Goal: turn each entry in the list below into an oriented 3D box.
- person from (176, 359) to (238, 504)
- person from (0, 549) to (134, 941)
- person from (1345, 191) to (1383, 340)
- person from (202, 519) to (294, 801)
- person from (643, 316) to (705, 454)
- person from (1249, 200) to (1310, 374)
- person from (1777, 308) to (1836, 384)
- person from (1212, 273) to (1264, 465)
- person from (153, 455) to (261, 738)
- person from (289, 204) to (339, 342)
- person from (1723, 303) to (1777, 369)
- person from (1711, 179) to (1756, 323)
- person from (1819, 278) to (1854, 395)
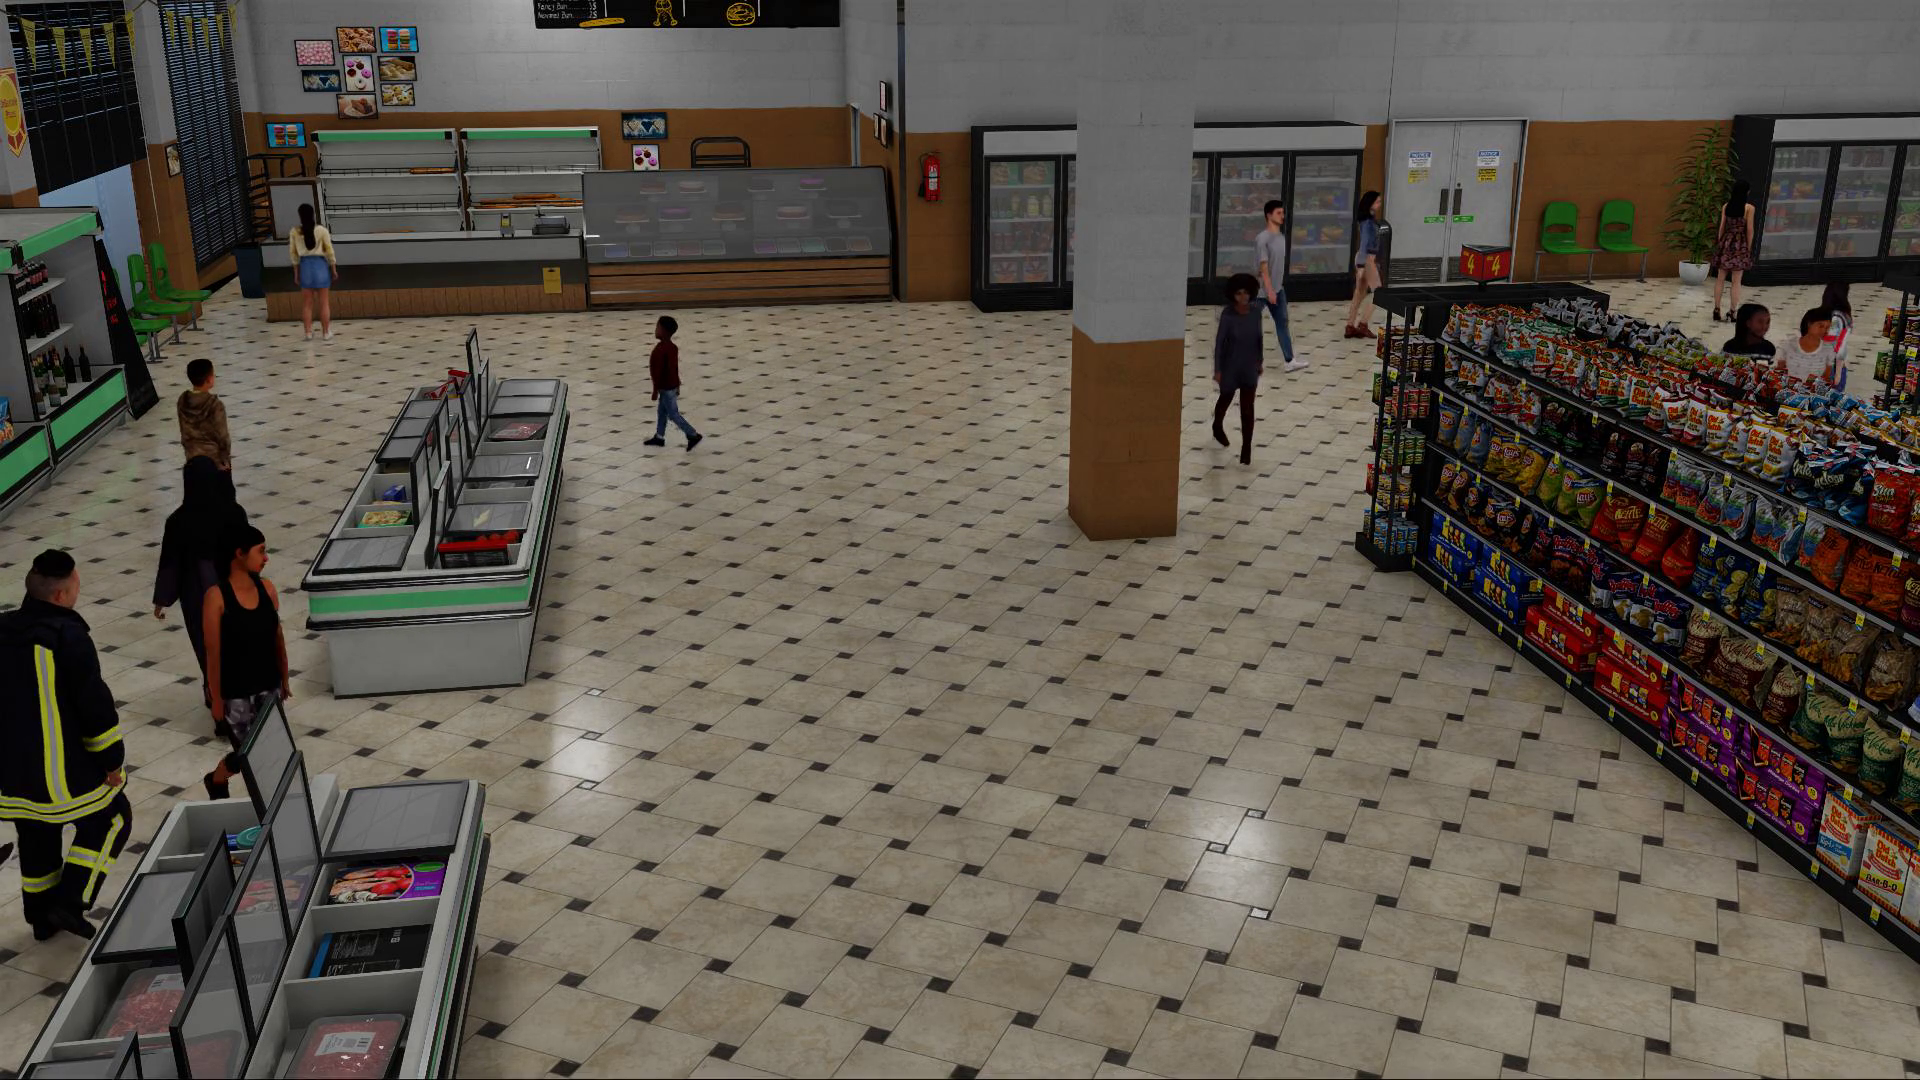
[{"bbox_3d":[-5.680,-0.609,12.450,0.699,1.435,0.943,1,19,4],"label":"person"},{"bbox_3d":[-3.984,0.943,7.228,0.949,1.830,0.925,1,19,2],"label":"person"},{"bbox_3d":[4.736,-3.264,19.810,0.765,1.762,0.688,4,19,10],"label":"person"},{"bbox_3d":[-3.570,0.711,8.210,0.885,1.642,0.842,11,22,30],"label":"person"},{"bbox_3d":[-2.600,-1.398,15.089,0.724,1.242,0.841,2,19,7],"label":"person"},{"bbox_3d":[3.255,-2.722,18.079,1.136,1.840,1.306,-17,25,-42],"label":"person"},{"bbox_3d":[6.867,-1.103,13.635,0.886,1.613,0.970,11,22,30],"label":"person"},{"bbox_3d":[2.462,-1.539,14.850,0.692,1.663,1.126,-4,19,-11],"label":"person"},{"bbox_3d":[-4.185,0.331,9.404,1.032,1.598,1.169,-18,25,-42],"label":"person"},{"bbox_3d":[-7.656,-3.165,19.725,0.642,1.628,0.599,-3,19,-10],"label":"person"},{"bbox_3d":[6.137,-1.016,13.249,0.686,1.696,1.173,-1,19,-4],"label":"person"},{"bbox_3d":[9.706,-3.630,20.878,0.857,1.773,0.778,-16,24,-40],"label":"person"},{"bbox_3d":[7.707,-1.541,14.971,0.820,1.589,0.963,-8,20,-23],"label":"person"}]
